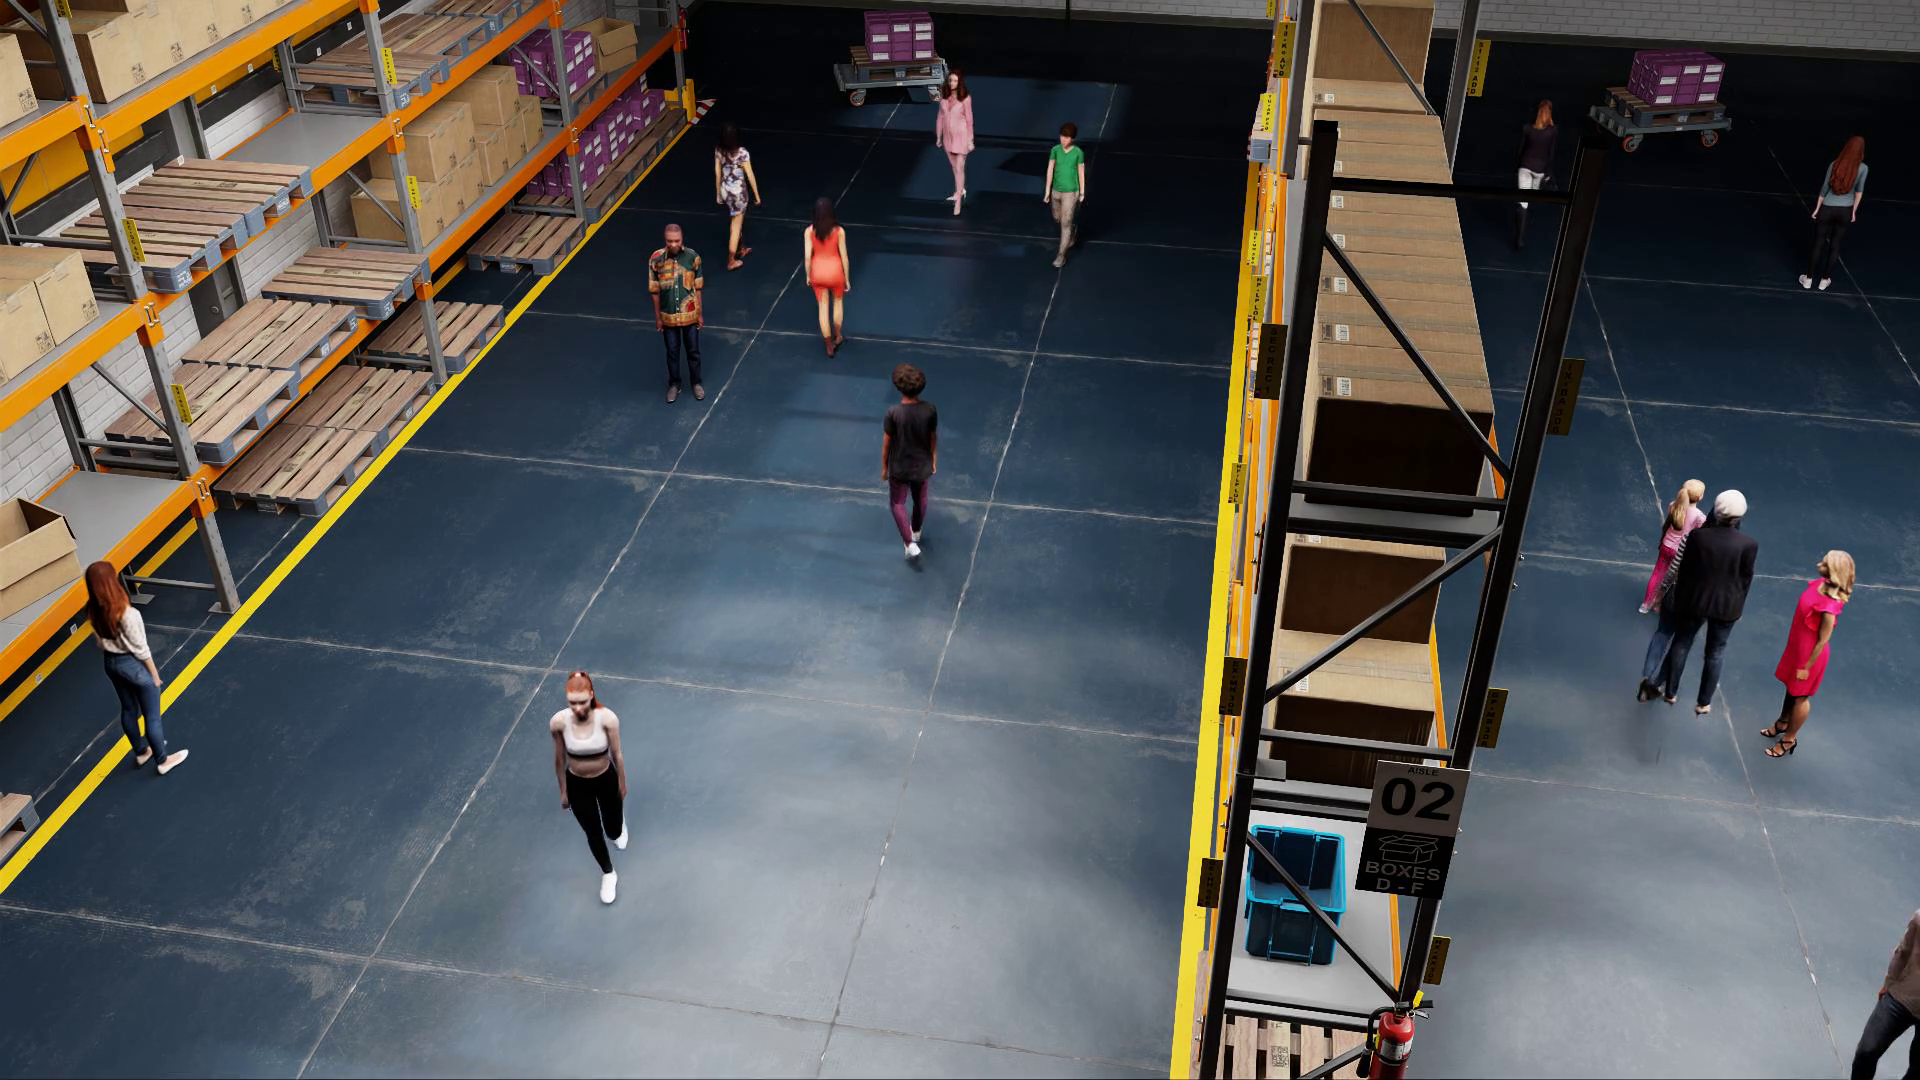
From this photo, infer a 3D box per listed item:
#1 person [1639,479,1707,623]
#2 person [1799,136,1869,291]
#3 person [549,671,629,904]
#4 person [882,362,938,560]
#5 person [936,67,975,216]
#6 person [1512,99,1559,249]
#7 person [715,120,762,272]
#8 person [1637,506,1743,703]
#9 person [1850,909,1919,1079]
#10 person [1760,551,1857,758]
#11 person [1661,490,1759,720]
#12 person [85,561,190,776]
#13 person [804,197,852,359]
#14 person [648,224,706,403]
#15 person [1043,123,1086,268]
[{"bbox_3d":[5.705,0.074,13.250,0.619,1.269,0.561,-22,39,-29],"label":"person"},{"bbox_3d":[9.666,-3.614,18.370,0.626,1.743,0.581,11,35,16],"label":"person"},{"bbox_3d":[-2.344,1.518,10.661,0.697,1.730,0.889,-2,34,-4],"label":"person"},{"bbox_3d":[-0.409,-0.632,13.861,0.899,1.769,1.046,-11,35,-16],"label":"person"},{"bbox_3d":[-0.030,-4.920,20.311,0.803,1.770,0.895,25,41,33],"label":"person"},{"bbox_3d":[6.645,-4.226,19.359,0.643,1.668,1.173,8,34,11],"label":"person"},{"bbox_3d":[-2.587,-3.846,18.746,0.737,1.713,0.874,16,37,22],"label":"person"},{"bbox_3d":[5.283,0.538,12.103,0.834,1.766,0.942,17,37,23],"label":"person"},{"bbox_3d":[5.321,2.525,9.053,1.000,1.833,0.947,-19,38,-26],"label":"person"},{"bbox_3d":[6.006,0.792,11.754,0.659,1.728,0.514,10,35,15],"label":"person"},{"bbox_3d":[5.184,0.448,11.406,0.796,1.778,0.716,19,38,26],"label":"person"},{"bbox_3d":[-5.811,0.887,11.612,0.603,1.729,0.567,12,35,17],"label":"person"},{"bbox_3d":[-1.348,-2.639,16.933,0.691,1.710,0.737,-2,34,-3],"label":"person"},{"bbox_3d":[-2.741,-2.233,16.234,0.789,1.808,0.785,-6,34,-9],"label":"person"},{"bbox_3d":[1.235,-4.015,19.077,0.772,1.628,1.093,16,37,22],"label":"person"}]
